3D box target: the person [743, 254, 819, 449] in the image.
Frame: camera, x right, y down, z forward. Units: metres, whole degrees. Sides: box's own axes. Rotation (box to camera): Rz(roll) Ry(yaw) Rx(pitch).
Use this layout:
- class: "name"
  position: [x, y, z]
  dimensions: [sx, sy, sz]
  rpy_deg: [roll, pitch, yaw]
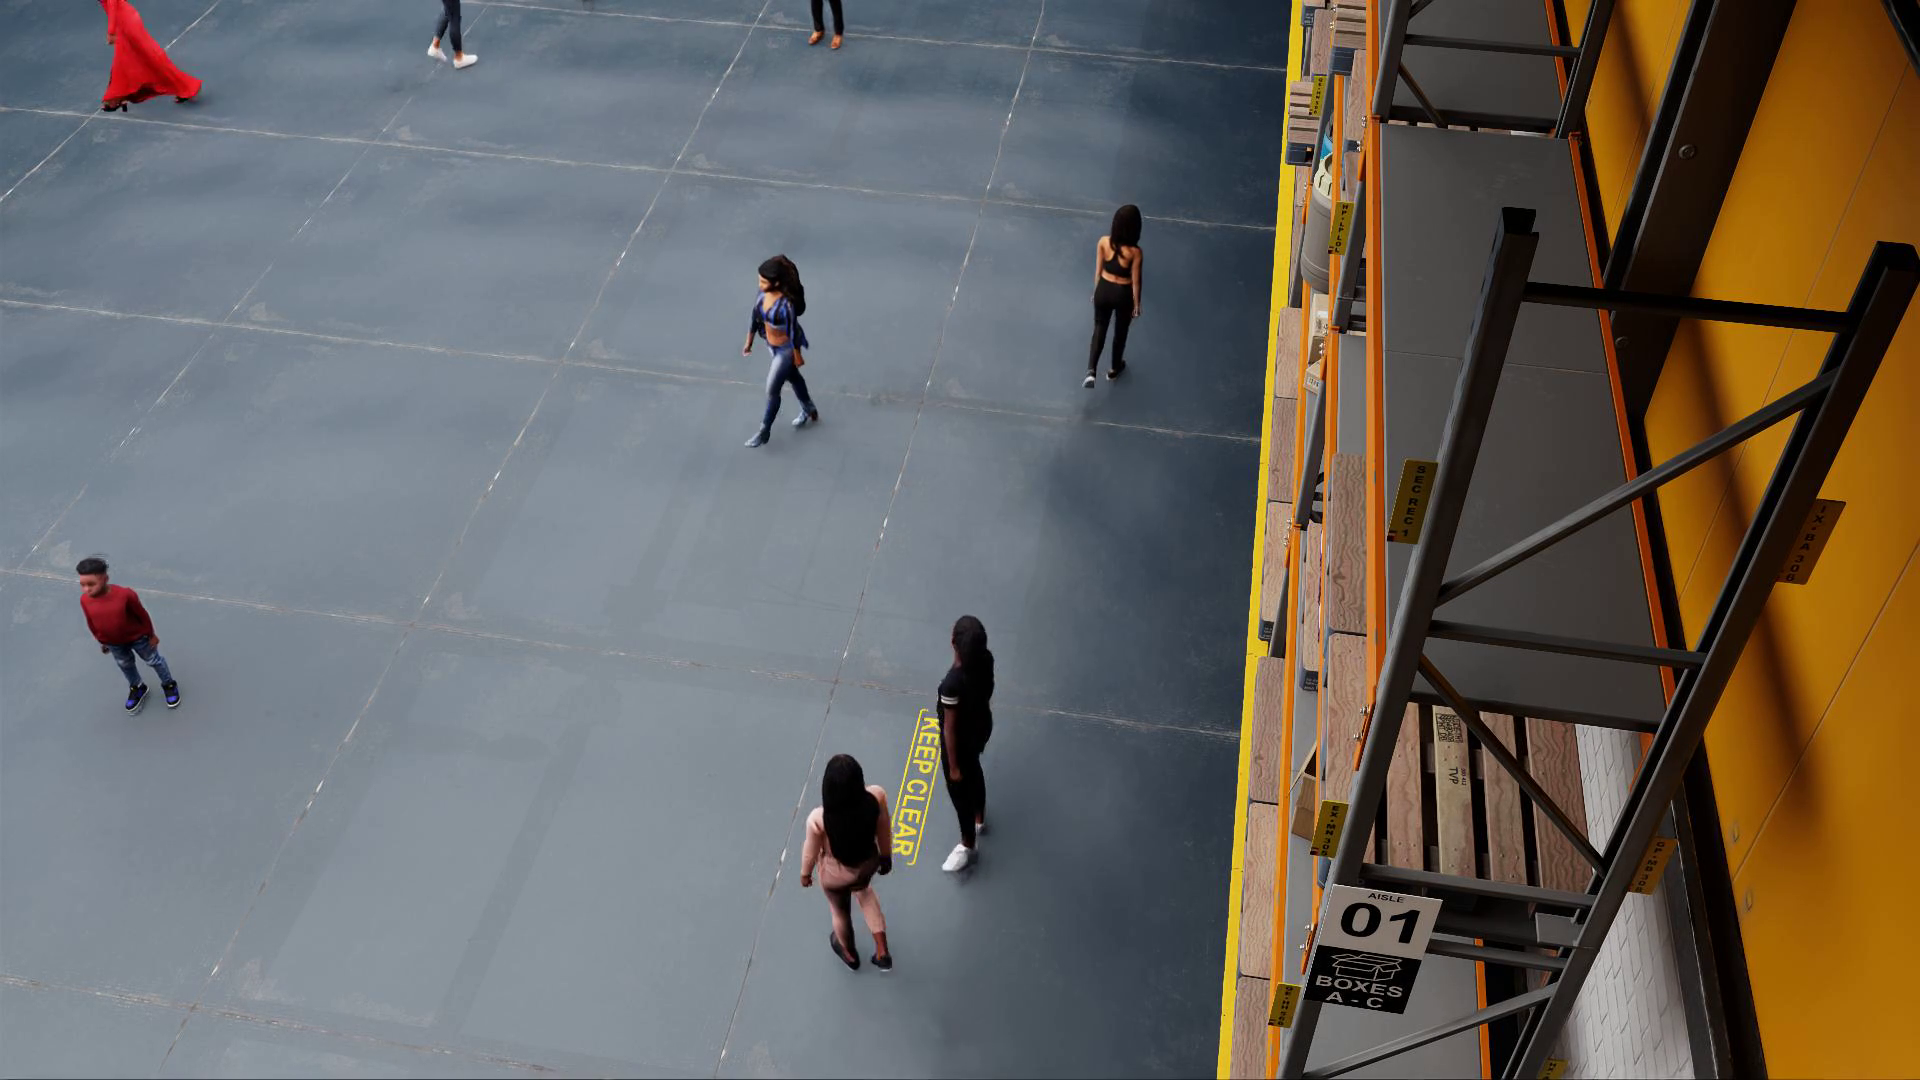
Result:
- class: "person"
  position: [-1.269, -1.461, 12.445]
  dimensions: [1.004, 1.592, 0.944]
  rpy_deg: [-26, 49, -24]

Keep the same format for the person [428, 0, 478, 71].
- class: "person"
  position: [-5.231, -5.505, 16.538]
  dimensions: [0.771, 1.801, 0.842]
  rpy_deg: [34, 53, 31]

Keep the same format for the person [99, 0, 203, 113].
- class: "person"
  position: [-7.897, -4.937, 15.999]
  dimensions: [1.194, 1.733, 1.186]
  rpy_deg: [-22, 48, -22]

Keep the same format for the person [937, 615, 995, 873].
- class: "person"
  position: [0.045, 1.175, 9.580]
  dimensions: [0.922, 1.726, 0.639]
  rpy_deg: [11, 45, 12]

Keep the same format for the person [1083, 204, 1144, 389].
- class: "person"
  position: [1.163, -1.831, 12.804]
  dimensions: [0.688, 1.632, 0.920]
  rpy_deg: [17, 46, 17]

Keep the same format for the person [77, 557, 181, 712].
- class: "person"
  position: [-5.291, 0.580, 10.548]
  dimensions: [0.569, 1.253, 0.566]
  rpy_deg: [-8, 44, -8]

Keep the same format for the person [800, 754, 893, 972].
- class: "person"
  position: [-0.548, 1.819, 8.917]
  dimensions: [0.843, 1.709, 0.904]
  rpy_deg: [-25, 49, -24]

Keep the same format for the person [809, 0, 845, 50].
- class: "person"
  position: [-1.398, -5.850, 17.009]
  dimensions: [0.764, 1.651, 0.801]
  rpy_deg: [15, 46, 15]
